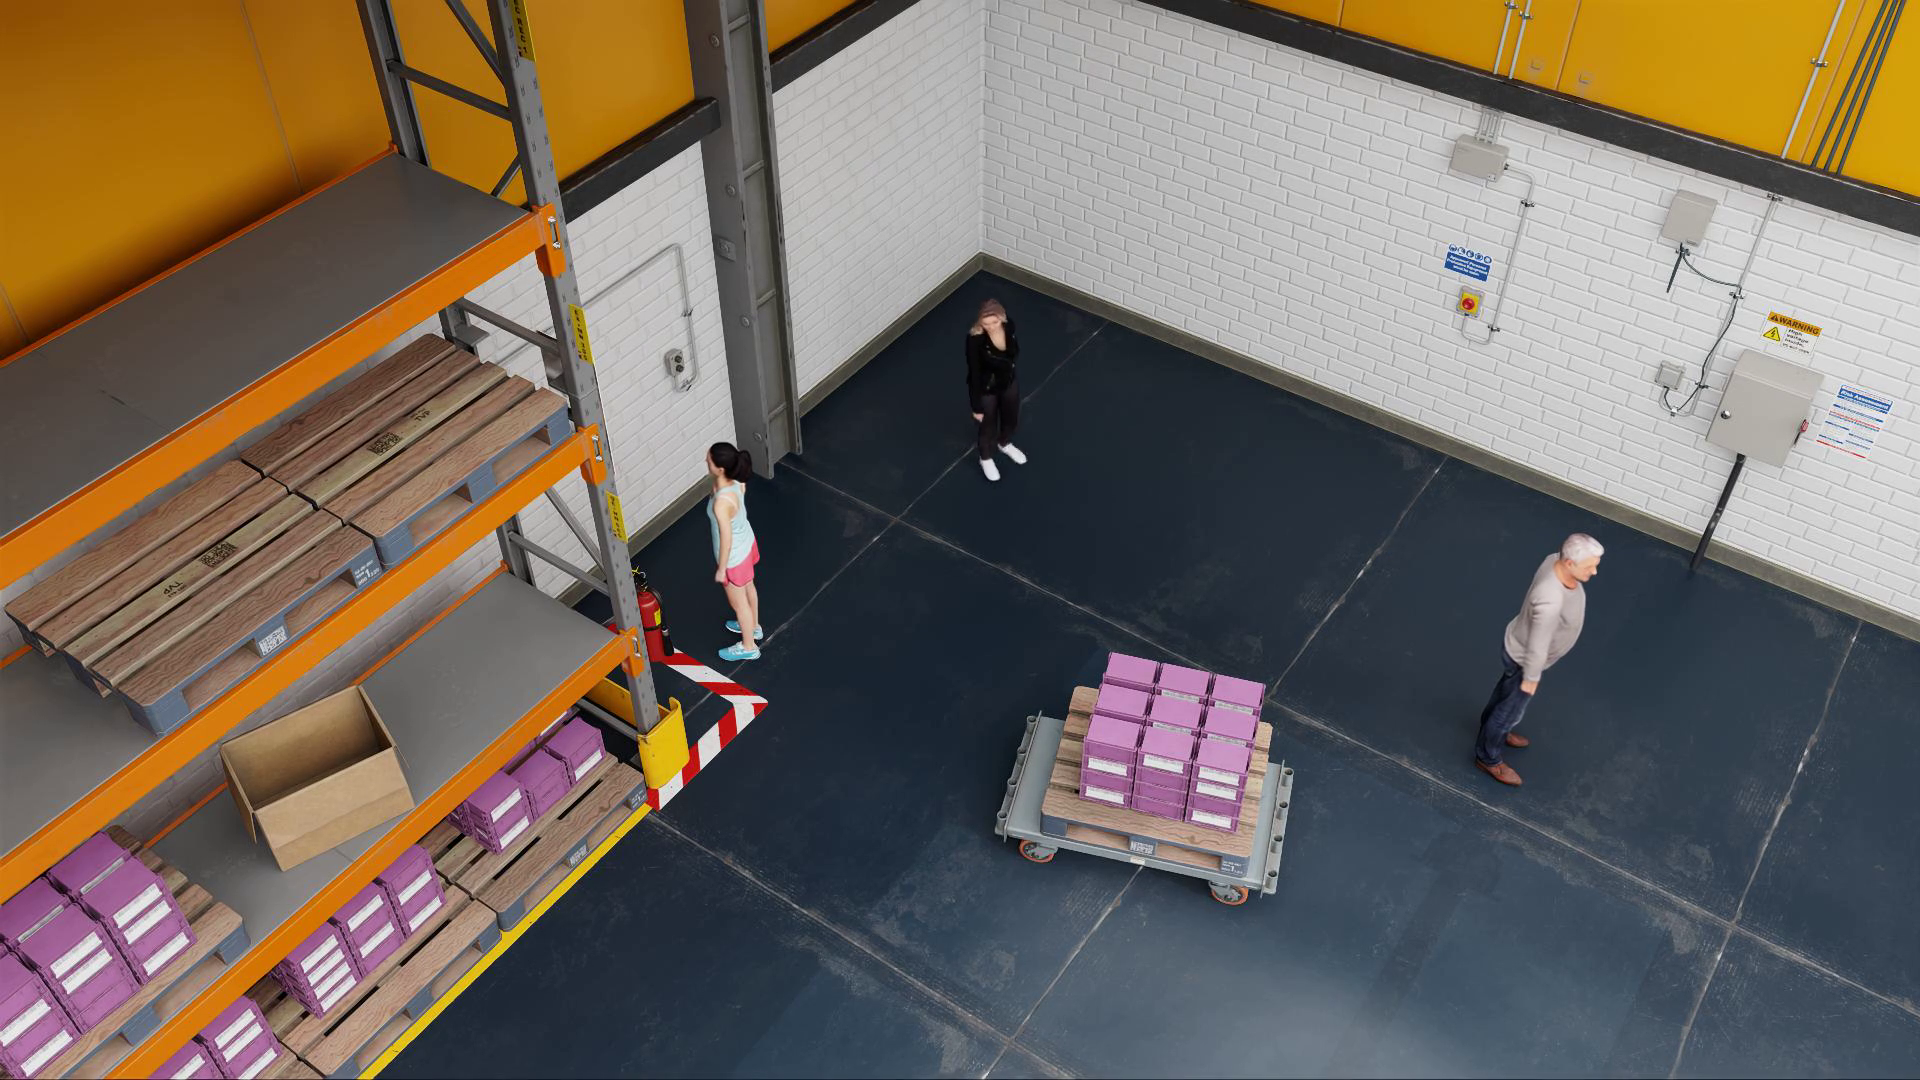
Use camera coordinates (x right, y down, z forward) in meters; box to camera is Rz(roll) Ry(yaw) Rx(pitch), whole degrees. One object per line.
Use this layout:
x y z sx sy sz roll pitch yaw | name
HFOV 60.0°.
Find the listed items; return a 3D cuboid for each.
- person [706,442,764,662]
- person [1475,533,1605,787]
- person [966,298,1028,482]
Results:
-1.441 0.065 10.566 0.745 1.766 0.662 4 44 5 | person
3.388 0.660 9.844 0.832 1.901 0.627 17 46 17 | person
0.219 -1.091 11.865 0.845 1.649 0.641 28 50 26 | person
